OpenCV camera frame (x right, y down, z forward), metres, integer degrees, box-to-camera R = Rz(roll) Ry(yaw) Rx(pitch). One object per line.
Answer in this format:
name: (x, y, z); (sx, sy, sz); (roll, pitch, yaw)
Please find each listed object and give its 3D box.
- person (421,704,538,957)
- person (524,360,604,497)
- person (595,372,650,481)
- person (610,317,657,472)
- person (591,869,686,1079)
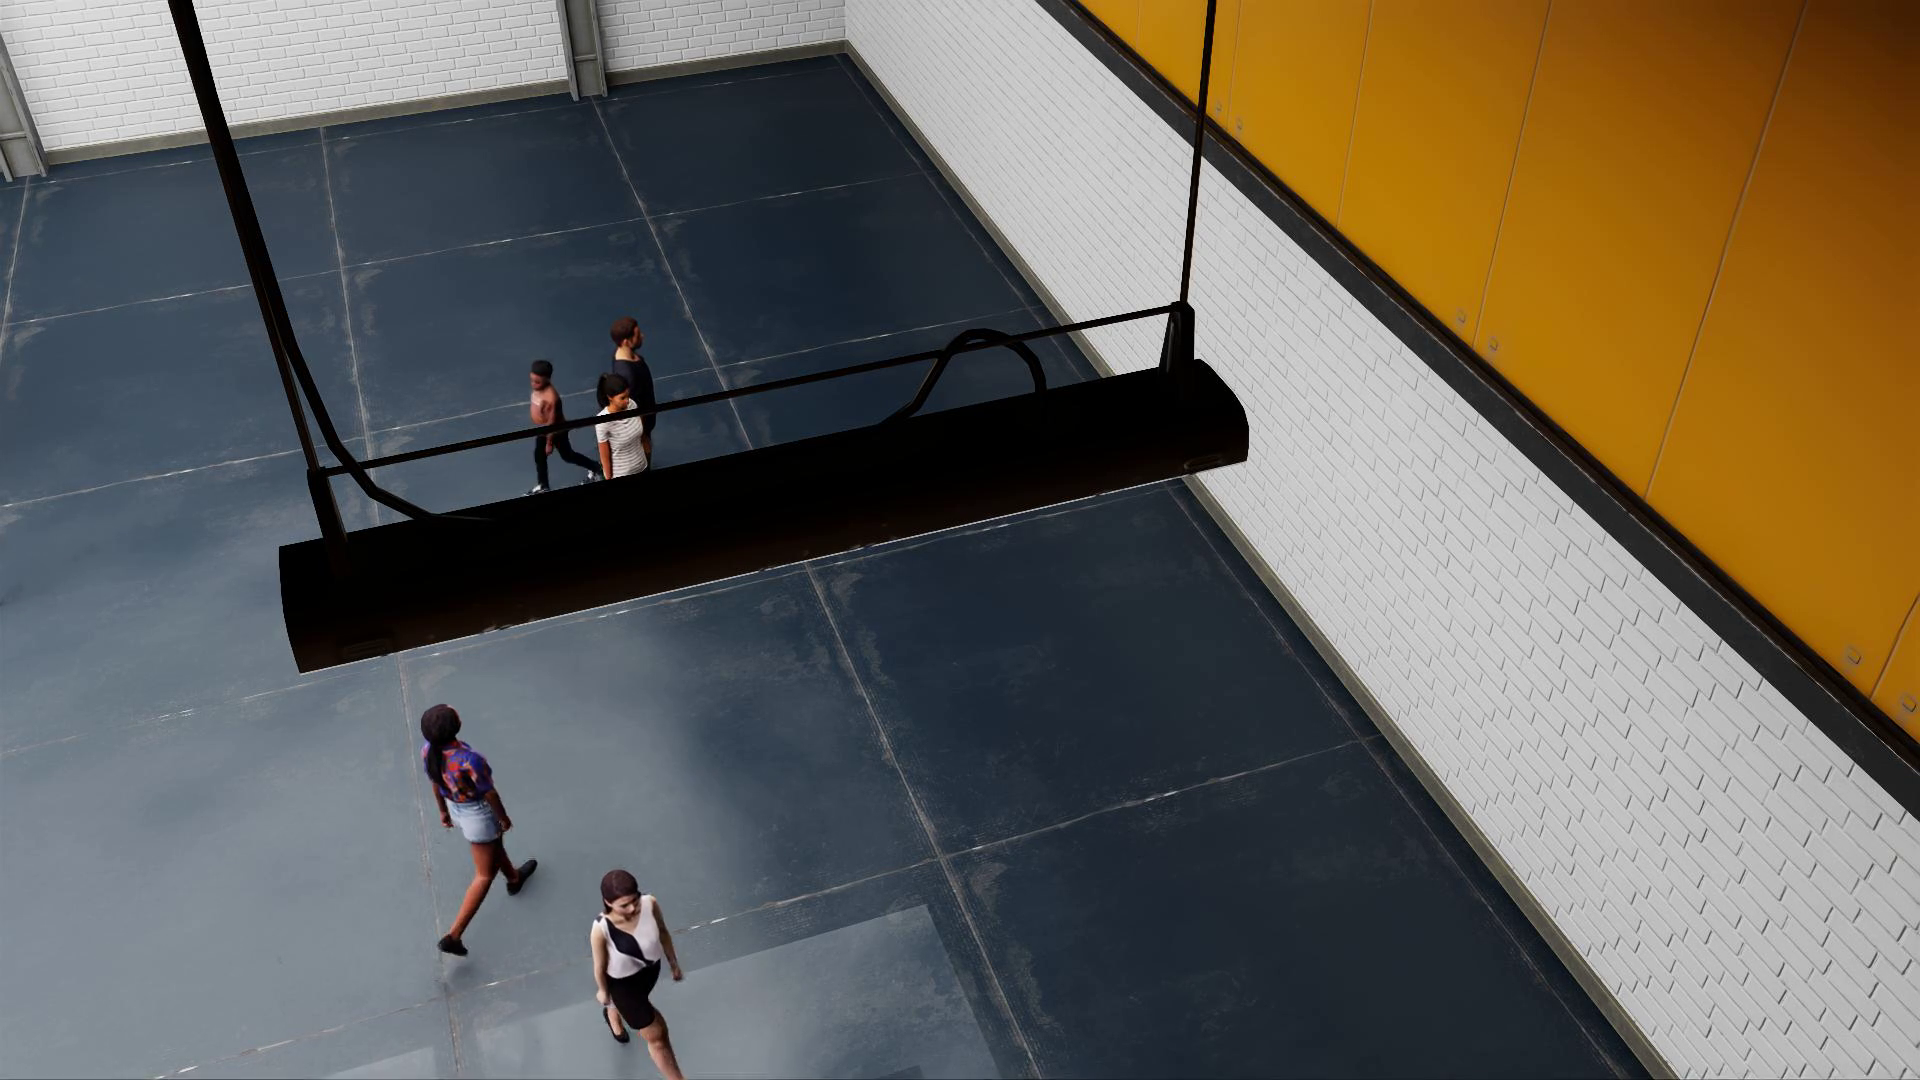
person: (-2.807, 1.641, 9.428); (1.048, 1.714, 1.165); (19, 42, 22)
person: (-3.108, -0.873, 12.959); (0.943, 1.235, 0.671); (-24, 45, -27)
person: (-2.456, -0.522, 12.193); (0.710, 1.642, 0.626); (22, 43, 25)
person: (-2.438, -0.852, 12.437); (0.546, 1.854, 0.634); (-11, 40, -13)
person: (-1.747, 2.261, 8.740); (0.969, 1.602, 1.084); (30, 47, 32)
